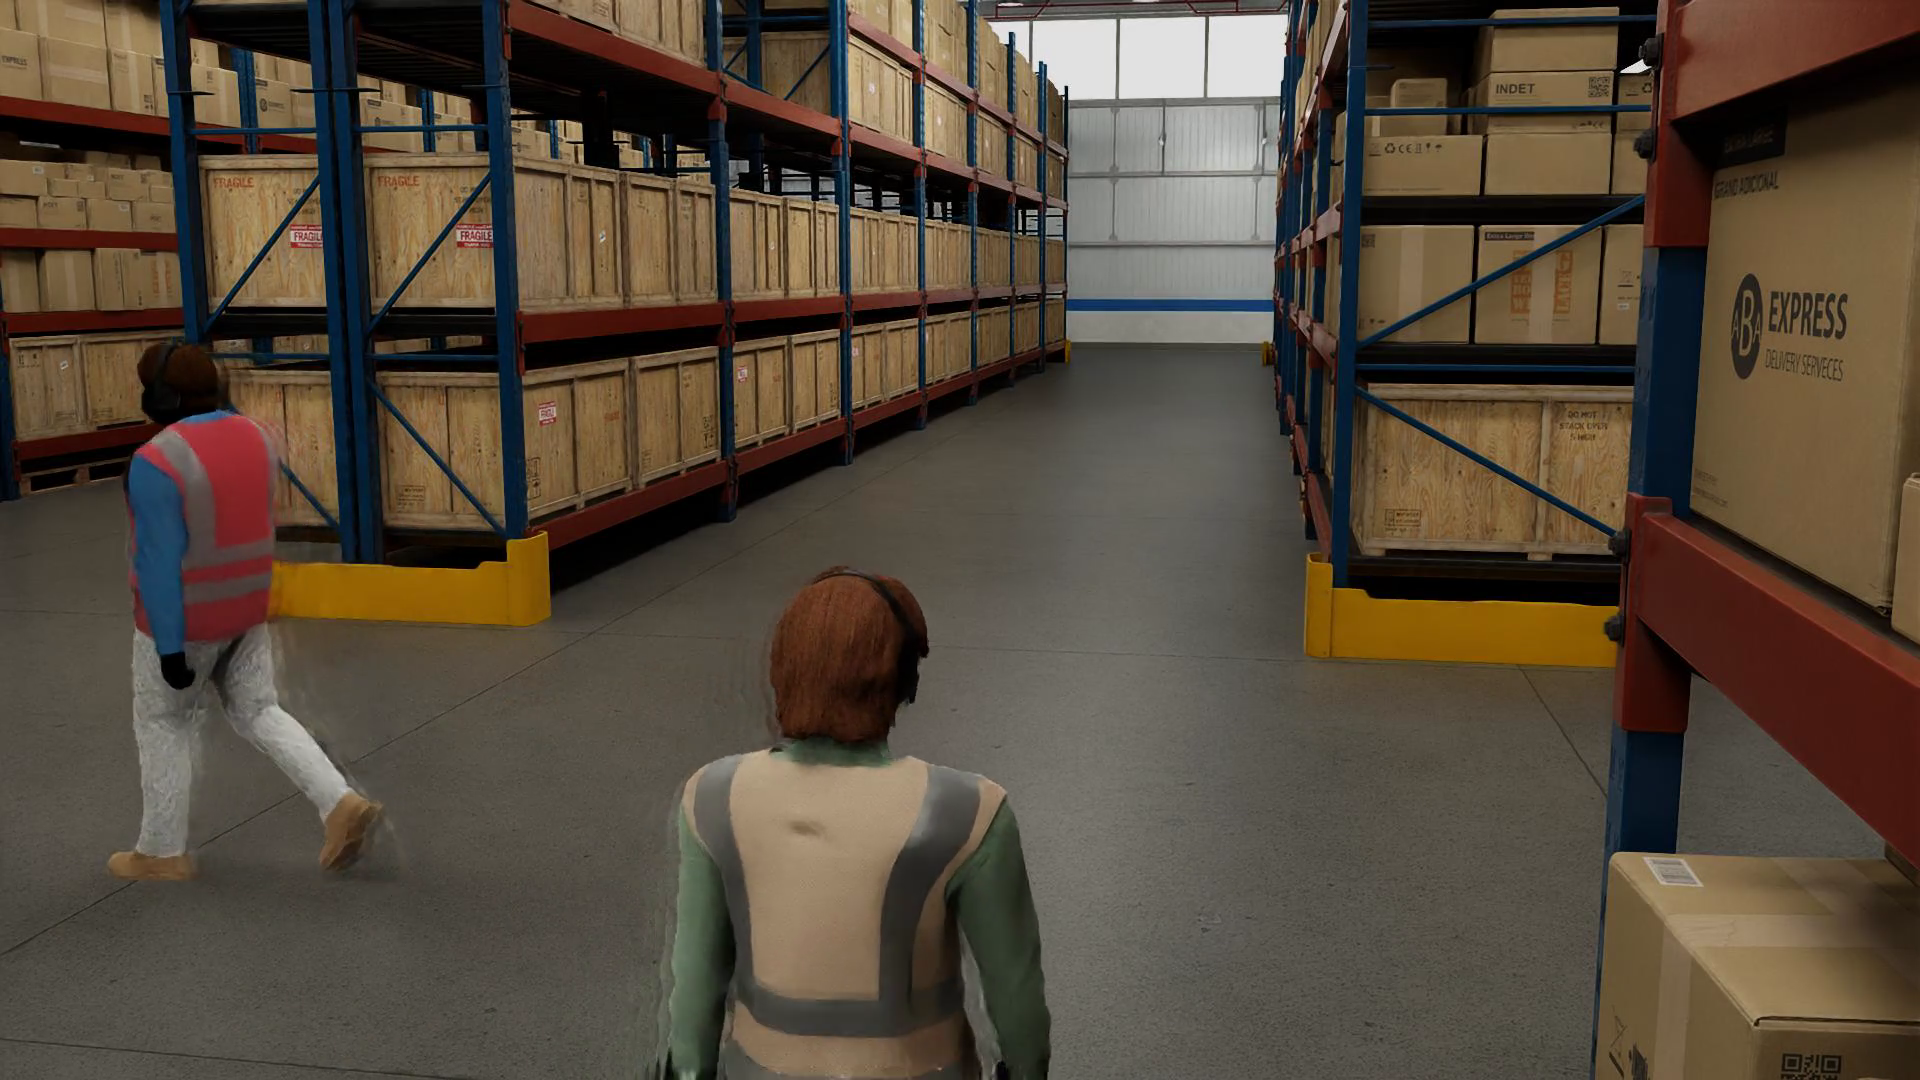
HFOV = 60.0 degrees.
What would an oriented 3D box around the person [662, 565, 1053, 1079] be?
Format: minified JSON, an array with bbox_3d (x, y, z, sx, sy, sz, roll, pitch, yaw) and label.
[{"bbox_3d":[-0.124,0.836,2.450,0.528,1.600,0.828,4,10,21],"label":"person"}]

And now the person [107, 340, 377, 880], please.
[{"bbox_3d":[-2.412,0.251,5.460,0.833,1.814,0.627,3,10,17],"label":"person"}]
